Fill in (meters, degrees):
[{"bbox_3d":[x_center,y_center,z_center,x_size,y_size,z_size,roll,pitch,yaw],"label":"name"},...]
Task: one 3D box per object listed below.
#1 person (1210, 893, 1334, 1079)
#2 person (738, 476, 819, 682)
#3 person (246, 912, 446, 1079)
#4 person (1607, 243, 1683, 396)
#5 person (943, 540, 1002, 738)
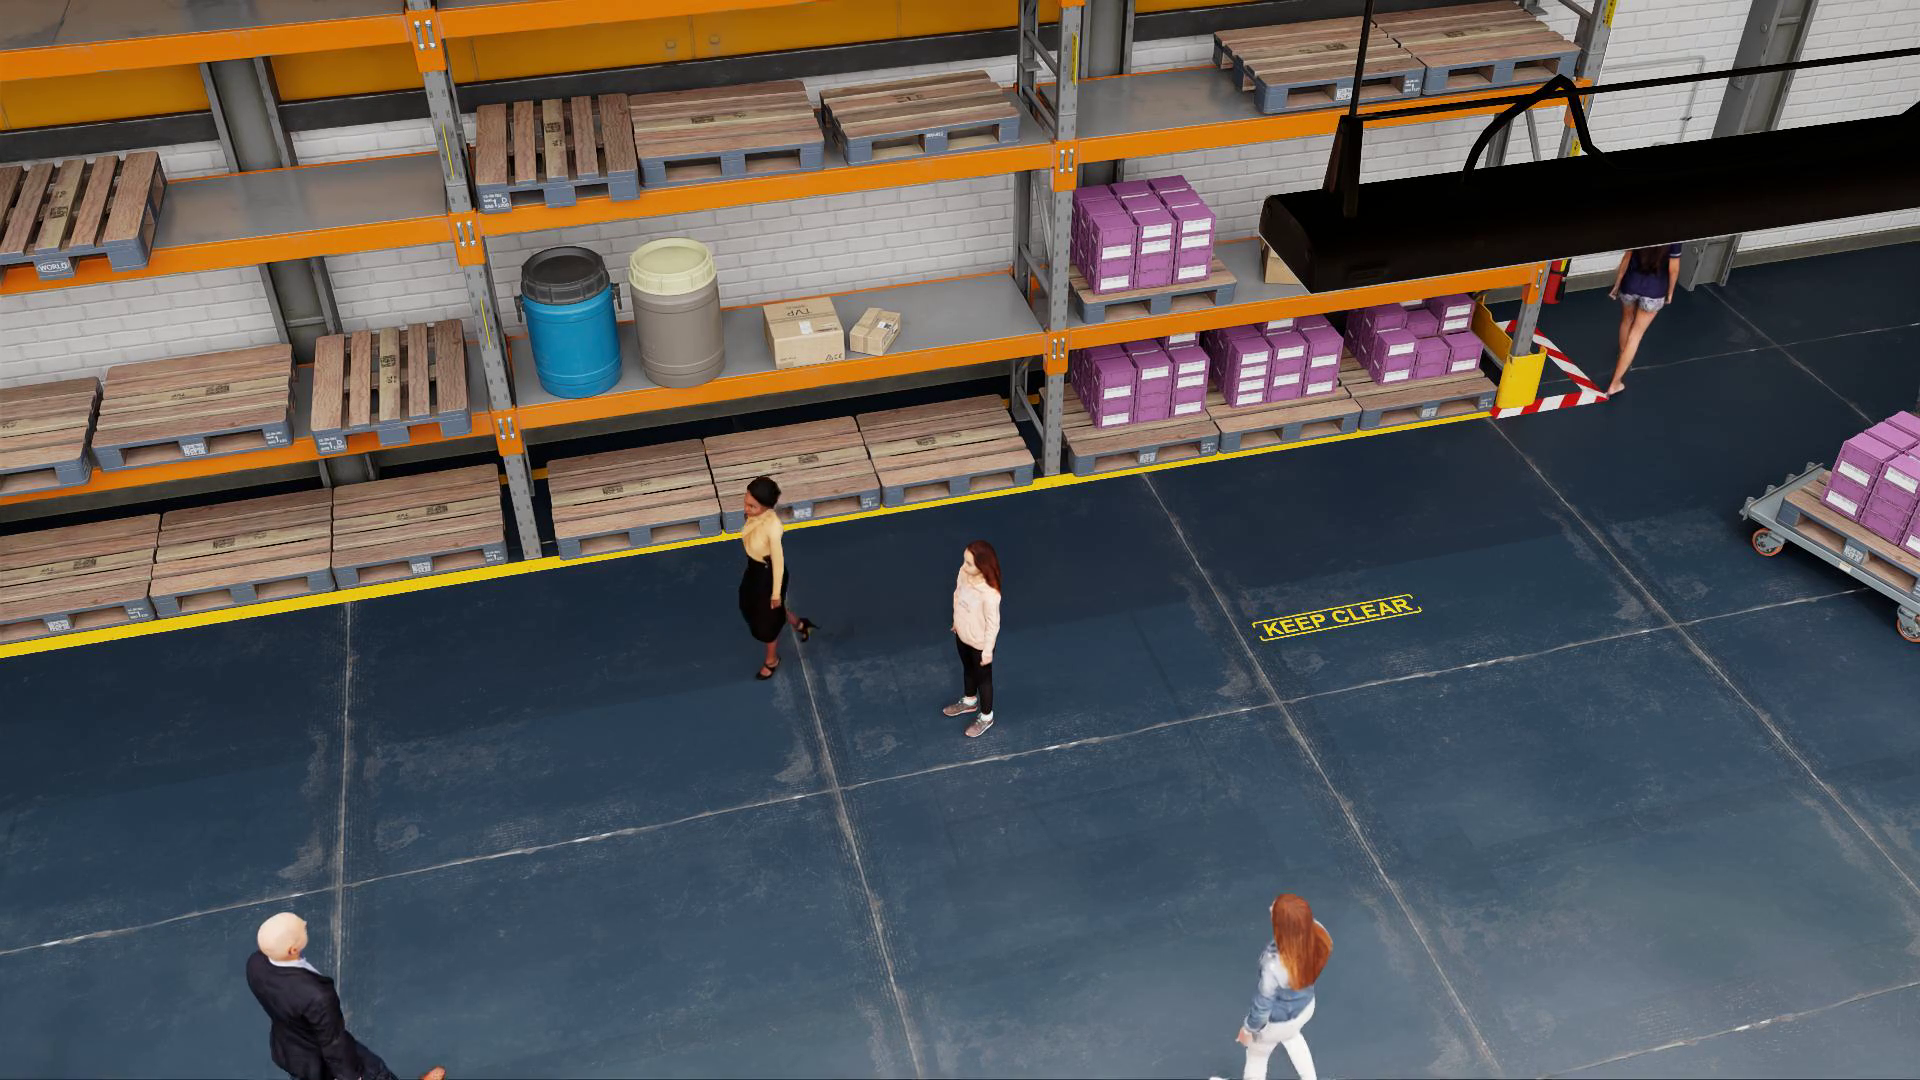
[{"bbox_3d":[1.631,2.329,8.133,0.923,1.692,0.925,-31,48,-33],"label":"person"},{"bbox_3d":[-1.193,0.232,10.798,0.812,1.644,0.704,-20,43,-23],"label":"person"},{"bbox_3d":[-3.107,2.470,7.887,1.066,1.780,1.117,18,42,21],"label":"person"},{"bbox_3d":[5.512,-1.967,13.490,0.979,1.721,1.115,26,46,29],"label":"person"},{"bbox_3d":[0.100,0.598,10.469,0.618,1.484,0.630,-24,44,-27],"label":"person"}]
